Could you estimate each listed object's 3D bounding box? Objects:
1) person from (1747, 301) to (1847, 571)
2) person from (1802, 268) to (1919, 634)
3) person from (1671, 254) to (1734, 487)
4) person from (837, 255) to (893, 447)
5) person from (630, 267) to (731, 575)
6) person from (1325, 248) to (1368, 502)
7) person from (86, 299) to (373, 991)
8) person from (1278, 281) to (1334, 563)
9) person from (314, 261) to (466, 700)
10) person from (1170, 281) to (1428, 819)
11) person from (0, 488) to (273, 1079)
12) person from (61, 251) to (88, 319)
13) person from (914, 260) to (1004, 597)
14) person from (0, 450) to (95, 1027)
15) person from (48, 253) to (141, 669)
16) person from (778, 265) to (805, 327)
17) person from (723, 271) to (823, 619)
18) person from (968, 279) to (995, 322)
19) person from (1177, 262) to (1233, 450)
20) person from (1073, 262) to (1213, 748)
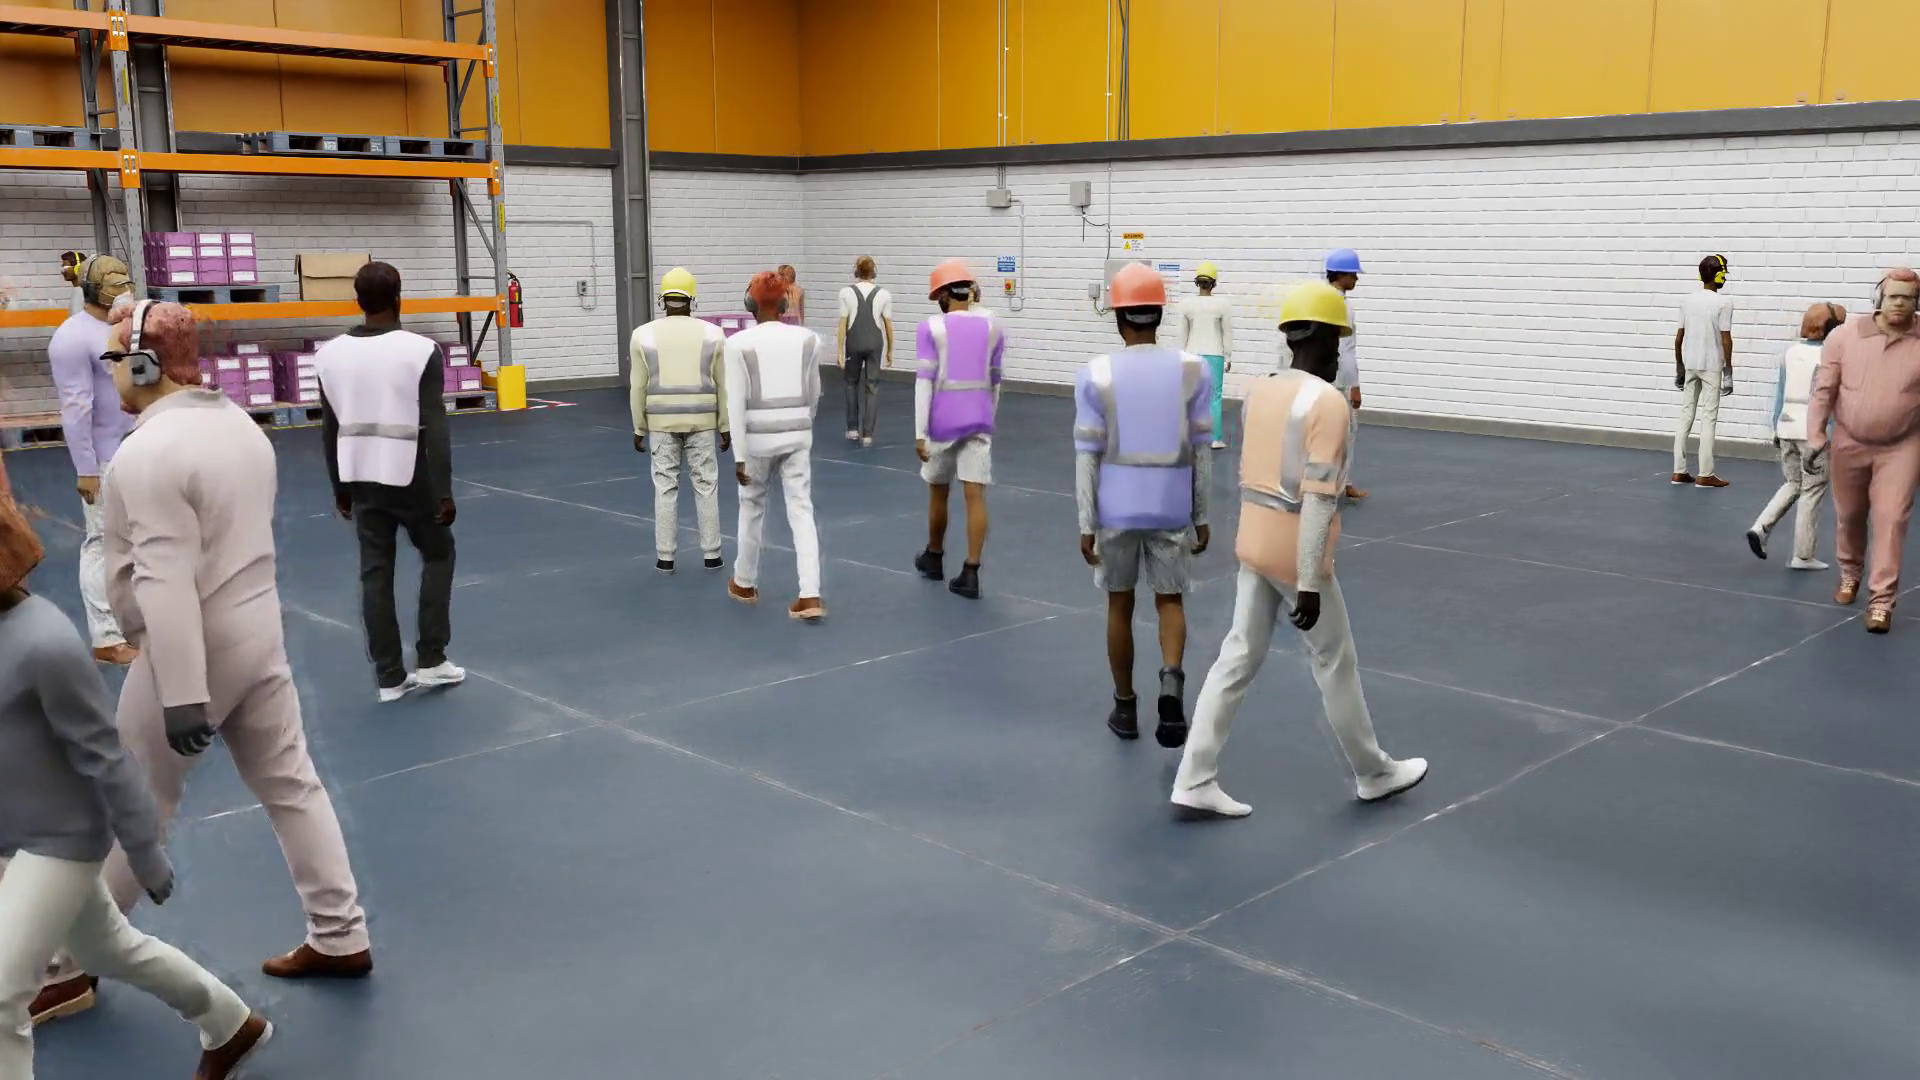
[{"bbox_3d":[5.072,-0.614,9.999,0.418,1.629,0.534,-3,11,-17],"label":"person"},{"bbox_3d":[4.847,-0.501,8.794,0.653,1.861,0.999,7,13,34],"label":"person"},{"bbox_3d":[6.014,-1.359,13.423,0.319,1.870,0.532,-6,12,-29],"label":"person"},{"bbox_3d":[-0.929,-1.837,16.154,0.555,1.820,0.750,-1,10,-7],"label":"person"},{"bbox_3d":[-1.661,-0.702,9.938,0.600,1.829,0.404,-2,11,-11],"label":"person"},{"bbox_3d":[2.852,-1.183,12.308,0.731,1.920,0.640,-1,10,-4],"label":"person"},{"bbox_3d":[-2.078,0.302,4.408,1.001,1.852,0.679,1,10,3],"label":"person"},{"bbox_3d":[2.138,-0.720,10.282,0.297,1.743,0.493,-3,11,-16],"label":"person"},{"bbox_3d":[-2.474,-0.259,7.310,0.631,1.904,0.591,2,11,9],"label":"person"},{"bbox_3d":[1.165,0.044,5.793,1.027,1.865,0.602,-4,11,-21],"label":"person"},{"bbox_3d":[-1.856,0.611,3.495,0.513,1.581,0.893,8,13,36],"label":"person"},{"bbox_3d":[-8.228,-1.767,15.644,0.335,1.873,0.521,-9,13,-39],"label":"person"},{"bbox_3d":[-0.040,-0.652,9.542,0.564,1.870,0.927,-4,11,-19],"label":"person"},{"bbox_3d":[-2.574,0.313,4.039,0.767,1.955,0.606,-10,14,-42],"label":"person"},{"bbox_3d":[-3.979,-0.373,7.853,0.358,1.938,0.636,1,10,3],"label":"person"},{"bbox_3d":[-2.234,-2.760,21.680,0.514,1.645,0.309,-10,14,-44],"label":"person"},{"bbox_3d":[-0.982,-0.510,8.888,0.560,1.845,0.957,-5,11,-24],"label":"person"},{"bbox_3d":[0.097,-1.646,15.654,0.528,1.618,0.621,4,11,21],"label":"person"},{"bbox_3d":[2.316,-1.734,15.750,0.525,1.769,0.313,3,11,14],"label":"person"},{"bbox_3d":[0.713,-0.113,6.477,0.550,1.920,0.642,0,10,0],"label":"person"}]
